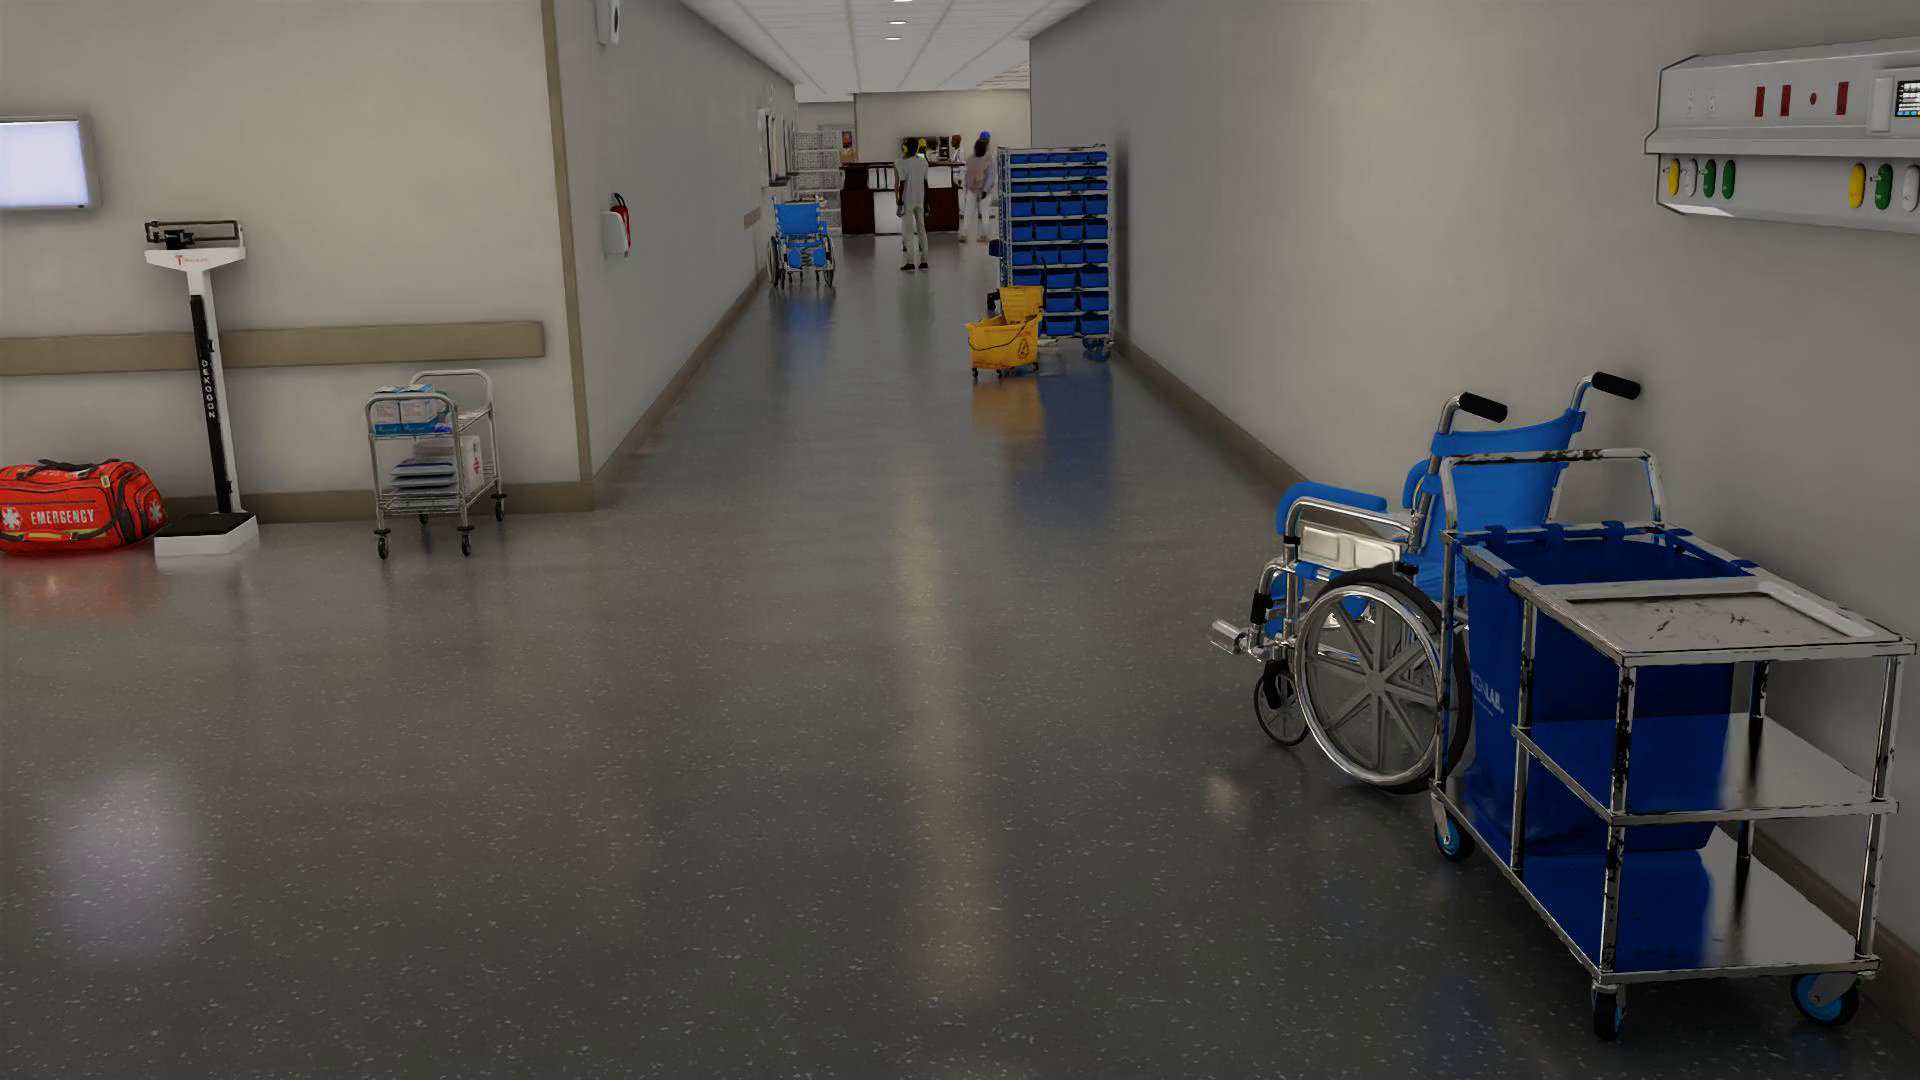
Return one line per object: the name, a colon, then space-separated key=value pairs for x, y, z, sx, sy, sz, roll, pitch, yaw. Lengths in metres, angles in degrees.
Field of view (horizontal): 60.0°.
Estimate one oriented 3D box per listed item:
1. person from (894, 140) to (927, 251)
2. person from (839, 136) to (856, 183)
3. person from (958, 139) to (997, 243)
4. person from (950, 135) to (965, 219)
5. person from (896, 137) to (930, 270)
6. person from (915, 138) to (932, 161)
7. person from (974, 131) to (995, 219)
person: x=-0.808 y=-5.731 z=27.665 sx=0.560 sy=1.839 sz=0.395 roll=-2 pitch=14 yaw=-1
person: x=-3.352 y=-11.067 z=49.677 sx=0.547 sy=1.938 sz=0.379 roll=4 pitch=15 yaw=23
person: x=0.316 y=-6.096 z=29.138 sx=0.661 sy=1.788 sz=0.844 roll=5 pitch=15 yaw=25
person: x=-0.056 y=-8.214 z=37.678 sx=0.355 sy=1.882 sz=0.576 roll=-6 pitch=14 yaw=-17
person: x=-0.671 y=-4.774 z=23.638 sx=0.531 sy=1.870 sz=0.318 roll=-10 pitch=16 yaw=-30
person: x=-0.880 y=-8.630 z=39.620 sx=0.597 sy=1.824 sz=0.403 roll=-1 pitch=14 yaw=1
person: x=0.563 y=-8.273 z=37.708 sx=0.391 sy=1.949 sz=0.602 roll=5 pitch=15 yaw=26
